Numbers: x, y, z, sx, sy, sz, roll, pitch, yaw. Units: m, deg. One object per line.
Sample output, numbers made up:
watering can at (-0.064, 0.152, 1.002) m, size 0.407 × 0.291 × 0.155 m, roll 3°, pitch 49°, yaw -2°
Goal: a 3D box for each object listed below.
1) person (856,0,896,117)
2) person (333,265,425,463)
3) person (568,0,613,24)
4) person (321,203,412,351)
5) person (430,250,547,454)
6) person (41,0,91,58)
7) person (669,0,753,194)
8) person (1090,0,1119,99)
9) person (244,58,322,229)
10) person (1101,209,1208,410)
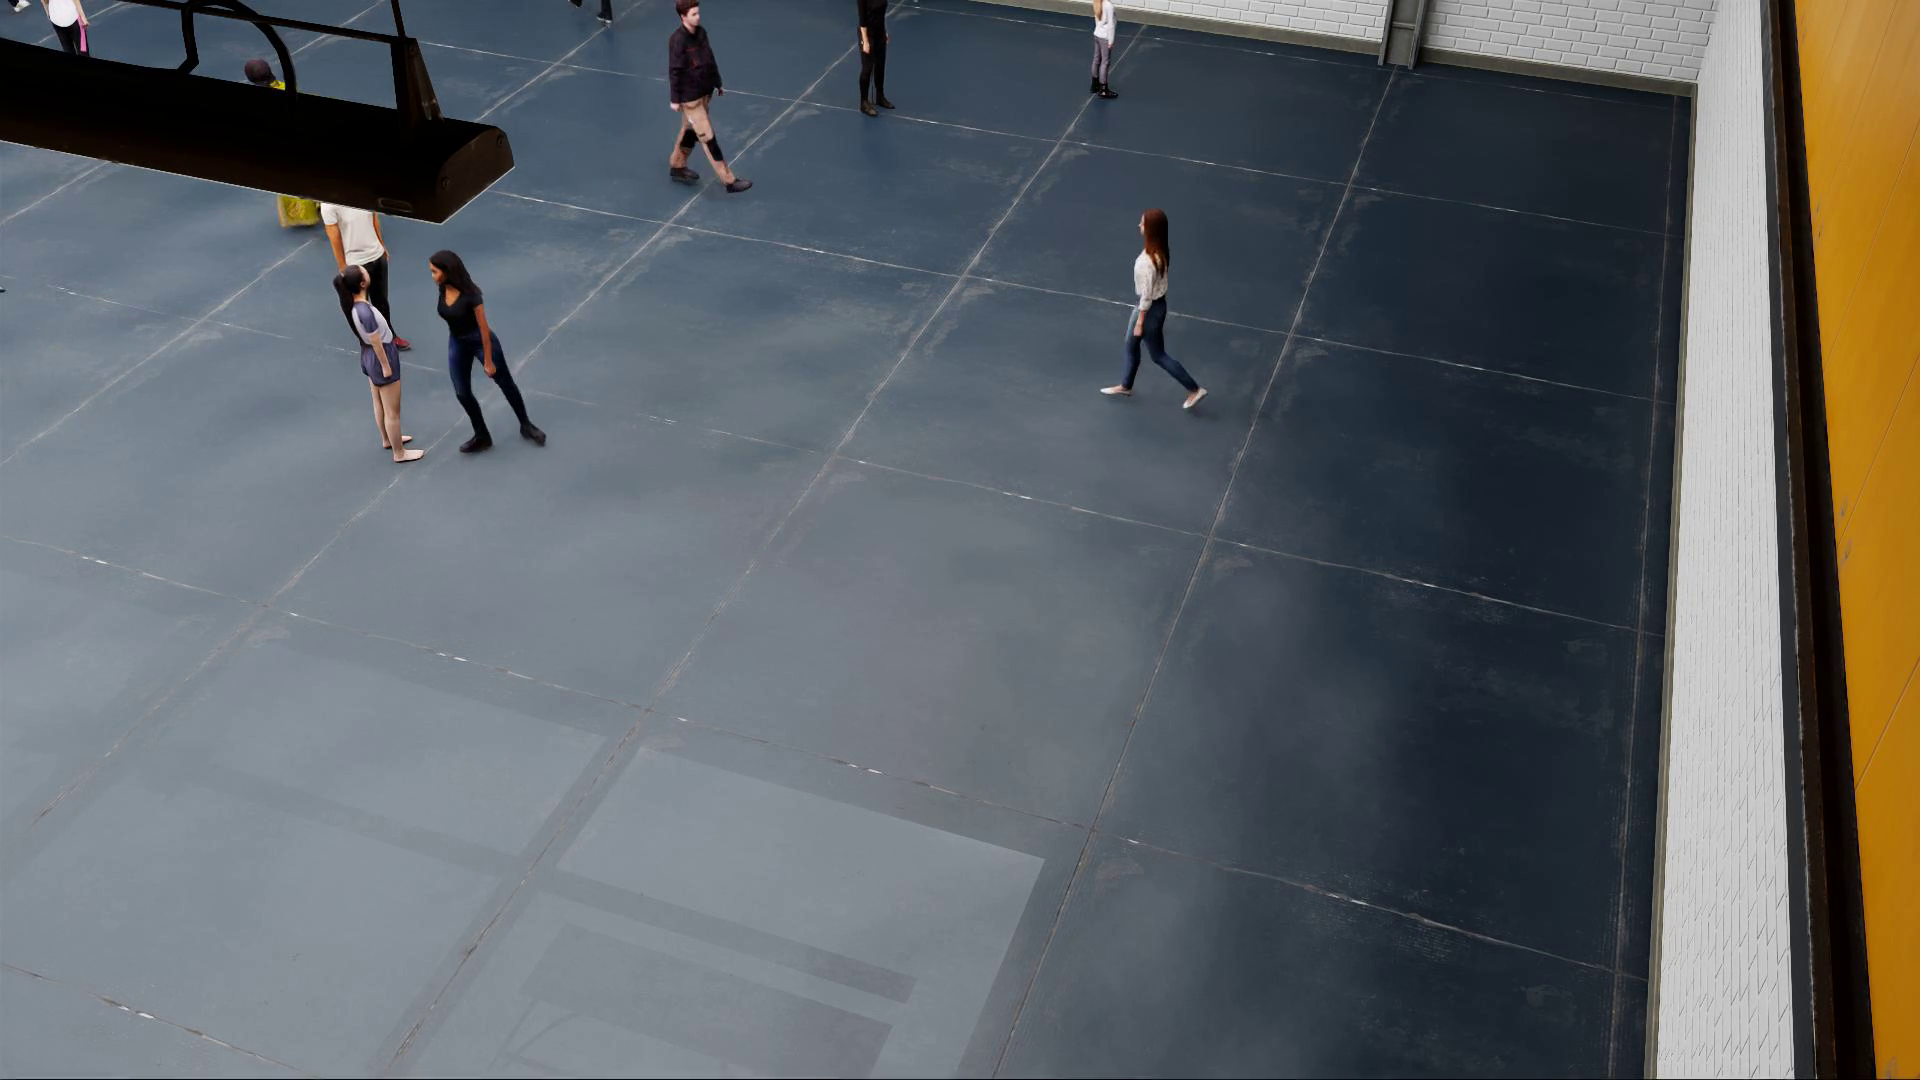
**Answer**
person at (-0.933, -5.305, 17.461) m, size 0.624 × 1.642 × 0.647 m, roll 23°, pitch 44°, yaw 26°
person at (-4.380, -1.333, 12.484) m, size 0.745 × 1.647 × 0.653 m, roll -24°, pitch 45°, yaw -27°
person at (-4.323, -6.887, 19.363) m, size 1.009 × 1.741 × 1.267 m, roll -29°, pitch 47°, yaw -31°
person at (-4.896, -2.313, 13.585) m, size 0.598 × 1.805 × 0.676 m, roll 21°, pitch 43°, yaw 24°
person at (-3.619, -1.450, 12.583) m, size 0.648 × 1.707 × 0.807 m, roll 8°, pitch 39°, yaw 10°
person at (-9.471, -5.513, 17.607) m, size 0.490 × 1.786 × 0.694 m, roll 9°, pitch 39°, yaw 11°
person at (-2.610, -4.264, 15.974) m, size 1.226 × 1.872 × 0.780 m, roll 16°, pitch 41°, yaw 19°
person at (1.544, -5.411, 17.885) m, size 0.630 × 1.279 × 0.574 m, roll -14°, pitch 41°, yaw -17°
person at (-6.199, -3.638, 15.370) m, size 0.815 × 1.647 × 0.748 m, roll 17°, pitch 42°, yaw 20°
person at (1.581, -1.759, 12.974) m, size 1.114 × 1.701 × 0.673 m, roll 7°, pitch 39°, yaw 9°
